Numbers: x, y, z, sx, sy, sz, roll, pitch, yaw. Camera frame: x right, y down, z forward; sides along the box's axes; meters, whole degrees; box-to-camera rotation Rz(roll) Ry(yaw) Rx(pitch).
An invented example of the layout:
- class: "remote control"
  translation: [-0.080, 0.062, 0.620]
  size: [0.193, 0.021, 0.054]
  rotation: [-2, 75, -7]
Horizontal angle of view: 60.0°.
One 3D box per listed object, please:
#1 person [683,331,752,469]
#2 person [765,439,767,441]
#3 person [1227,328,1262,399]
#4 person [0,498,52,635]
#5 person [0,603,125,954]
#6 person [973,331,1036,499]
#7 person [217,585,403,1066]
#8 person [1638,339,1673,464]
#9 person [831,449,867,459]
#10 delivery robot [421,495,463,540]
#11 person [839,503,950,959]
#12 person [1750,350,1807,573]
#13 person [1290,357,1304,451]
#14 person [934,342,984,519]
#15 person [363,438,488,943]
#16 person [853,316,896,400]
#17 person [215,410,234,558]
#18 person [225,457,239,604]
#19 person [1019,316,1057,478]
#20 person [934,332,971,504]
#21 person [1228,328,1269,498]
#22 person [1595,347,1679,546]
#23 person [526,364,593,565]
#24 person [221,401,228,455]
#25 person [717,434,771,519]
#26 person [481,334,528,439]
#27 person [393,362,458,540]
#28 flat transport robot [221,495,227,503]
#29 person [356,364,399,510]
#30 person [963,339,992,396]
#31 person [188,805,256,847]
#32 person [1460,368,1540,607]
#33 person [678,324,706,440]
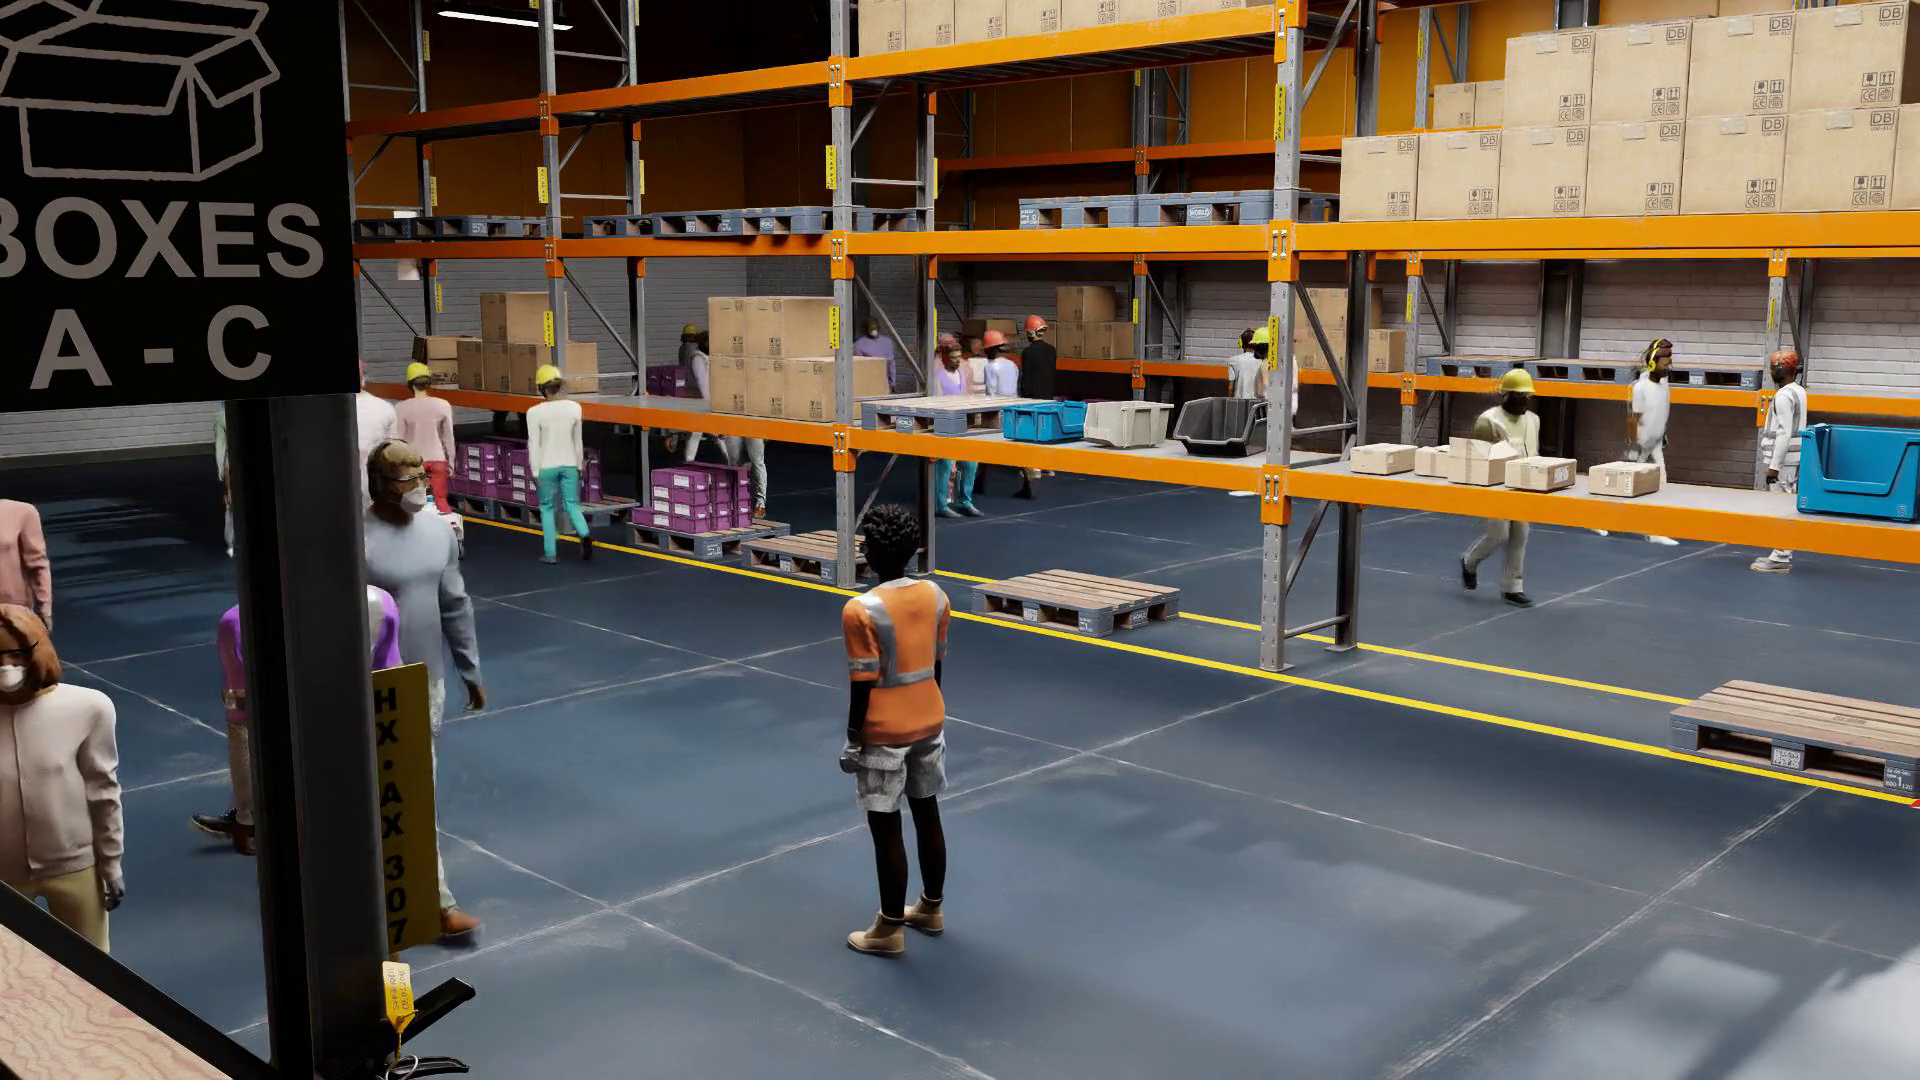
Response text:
- class: "person"
  translation: [-2.987, -1.633, 20.257]
  size: [0.941, 1.795, 0.659]
  rotation: [1, 9, 8]
- class: "person"
  translation: [-3.016, -2.478, 24.725]
  size: [0.391, 2.034, 0.605]
  rotation: [-3, 10, -18]
- class: "person"
  translation: [3.360, -1.539, 19.472]
  size: [0.524, 1.871, 0.325]
  rotation: [0, 9, 2]
- class: "person"
  translation: [-4.833, 0.359, 8.298]
  size: [0.536, 1.718, 0.899]
  rotation: [-6, 11, -32]
- class: "person"
  translation: [-2.678, 0.976, 4.809]
  size: [0.491, 1.626, 0.282]
  rotation: [-5, 10, -26]
- class: "person"
  translation: [0.467, -1.397, 18.606]
  size: [1.059, 1.872, 0.586]
  rotation: [9, 13, 44]
- class: "person"
  translation: [-2.002, 0.759, 5.177]
  size: [0.542, 1.938, 0.358]
  rotation: [-8, 12, -40]
- class: "person"
  translation: [6.898, -1.057, 16.519]
  size: [0.538, 1.869, 0.312]
  rotation: [-9, 13, -44]
- class: "person"
  translation: [-1.509, -1.891, 22.472]
  size: [0.524, 1.598, 0.855]
  rotation: [-9, 13, -43]
- class: "delivery robot"
  translation: [-4.677, -0.155, 14.717]
  size: [0.477, 0.478, 0.707]
  rotation: [-7, 12, -37]
- class: "person"
  translation: [-0.244, 0.709, 6.215]
  size: [0.321, 1.696, 0.537]
  rotation: [8, 12, 39]
- class: "person"
  translation: [6.936, -0.660, 14.036]
  size: [0.359, 1.885, 0.575]
  rotation: [7, 11, 36]
- class: "person"
  translation: [3.838, -1.527, 19.370]
  size: [0.890, 1.883, 0.580]
  rotation: [4, 10, 21]
- class: "person"
  translation: [-0.011, -1.099, 16.920]
  size: [0.655, 1.814, 0.592]
  rotation: [5, 11, 29]
- class: "person"
  translation: [-2.040, 0.573, 6.372]
  size: [0.810, 1.913, 0.653]
  rotation: [4, 10, 24]
- class: "person"
  translation: [-1.249, -2.203, 23.430]
  size: [0.646, 1.911, 0.790]
  rotation: [-6, 11, -33]
- class: "person"
  translation: [-6.448, -0.661, 15.043]
  size: [0.509, 1.544, 0.953]
  rotation: [-2, 9, -10]
- class: "person"
  translation: [-3.918, 0.052, 9.564]
  size: [0.638, 1.922, 0.567]
  rotation: [6, 11, 32]
- class: "person"
  translation: [0.944, -1.756, 20.446]
  size: [0.404, 1.991, 0.612]
  rotation: [8, 13, 42]
- class: "person"
  translation: [-0.109, -1.291, 17.929]
  size: [0.655, 1.889, 0.693]
  rotation: [-8, 12, -40]
- class: "person"
  translation: [3.328, -1.401, 18.523]
  size: [0.785, 1.902, 0.597]
  rotation: [4, 10, 23]
- class: "person"
  translation: [6.381, -0.894, 15.616]
  size: [0.544, 1.838, 0.844]
  rotation: [-6, 11, -32]
- class: "person"
  translation: [-3.434, -0.630, 14.255]
  size: [0.531, 1.746, 0.586]
  rotation: [-7, 12, -37]
- class: "person"
  translation: [-6.752, -0.859, 15.857]
  size: [0.440, 1.677, 0.590]
  rotation: [9, 13, 44]
- class: "person"
  translation: [-2.201, -1.177, 17.056]
  size: [0.635, 1.932, 0.354]
  rotation: [2, 10, 14]
- class: "person"
  translation: [-5.736, -1.858, 21.243]
  size: [0.534, 1.940, 0.696]
  rotation: [6, 11, 31]
- class: "person"
  translation: [-4.657, -0.676, 14.537]
  size: [0.530, 1.755, 0.560]
  rotation: [-7, 11, -36]
- class: "flat transport robot"
  translation: [-7.545, -0.593, 18.561]
  size: [0.652, 0.197, 1.431]
  rotation: [1, 9, 7]
- class: "person"
  translation: [-4.671, -0.454, 12.862]
  size: [0.674, 1.855, 0.988]
  rotation: [-5, 10, -27]
- class: "person"
  translation: [0.220, -1.844, 22.046]
  size: [0.522, 1.639, 0.309]
  rotation: [-4, 10, -25]
- class: "person"
  translation: [-2.949, 0.436, 7.148]
  size: [0.731, 1.944, 0.645]
  rotation: [-2, 10, -13]
- class: "person"
  translation: [4.155, -0.410, 12.704]
  size: [0.609, 1.816, 0.605]
  rotation: [-4, 10, -24]
- class: "person"
  translation: [-4.035, -2.368, 24.938]
  size: [0.313, 1.744, 0.487]
  rotation: [-7, 12, -36]
